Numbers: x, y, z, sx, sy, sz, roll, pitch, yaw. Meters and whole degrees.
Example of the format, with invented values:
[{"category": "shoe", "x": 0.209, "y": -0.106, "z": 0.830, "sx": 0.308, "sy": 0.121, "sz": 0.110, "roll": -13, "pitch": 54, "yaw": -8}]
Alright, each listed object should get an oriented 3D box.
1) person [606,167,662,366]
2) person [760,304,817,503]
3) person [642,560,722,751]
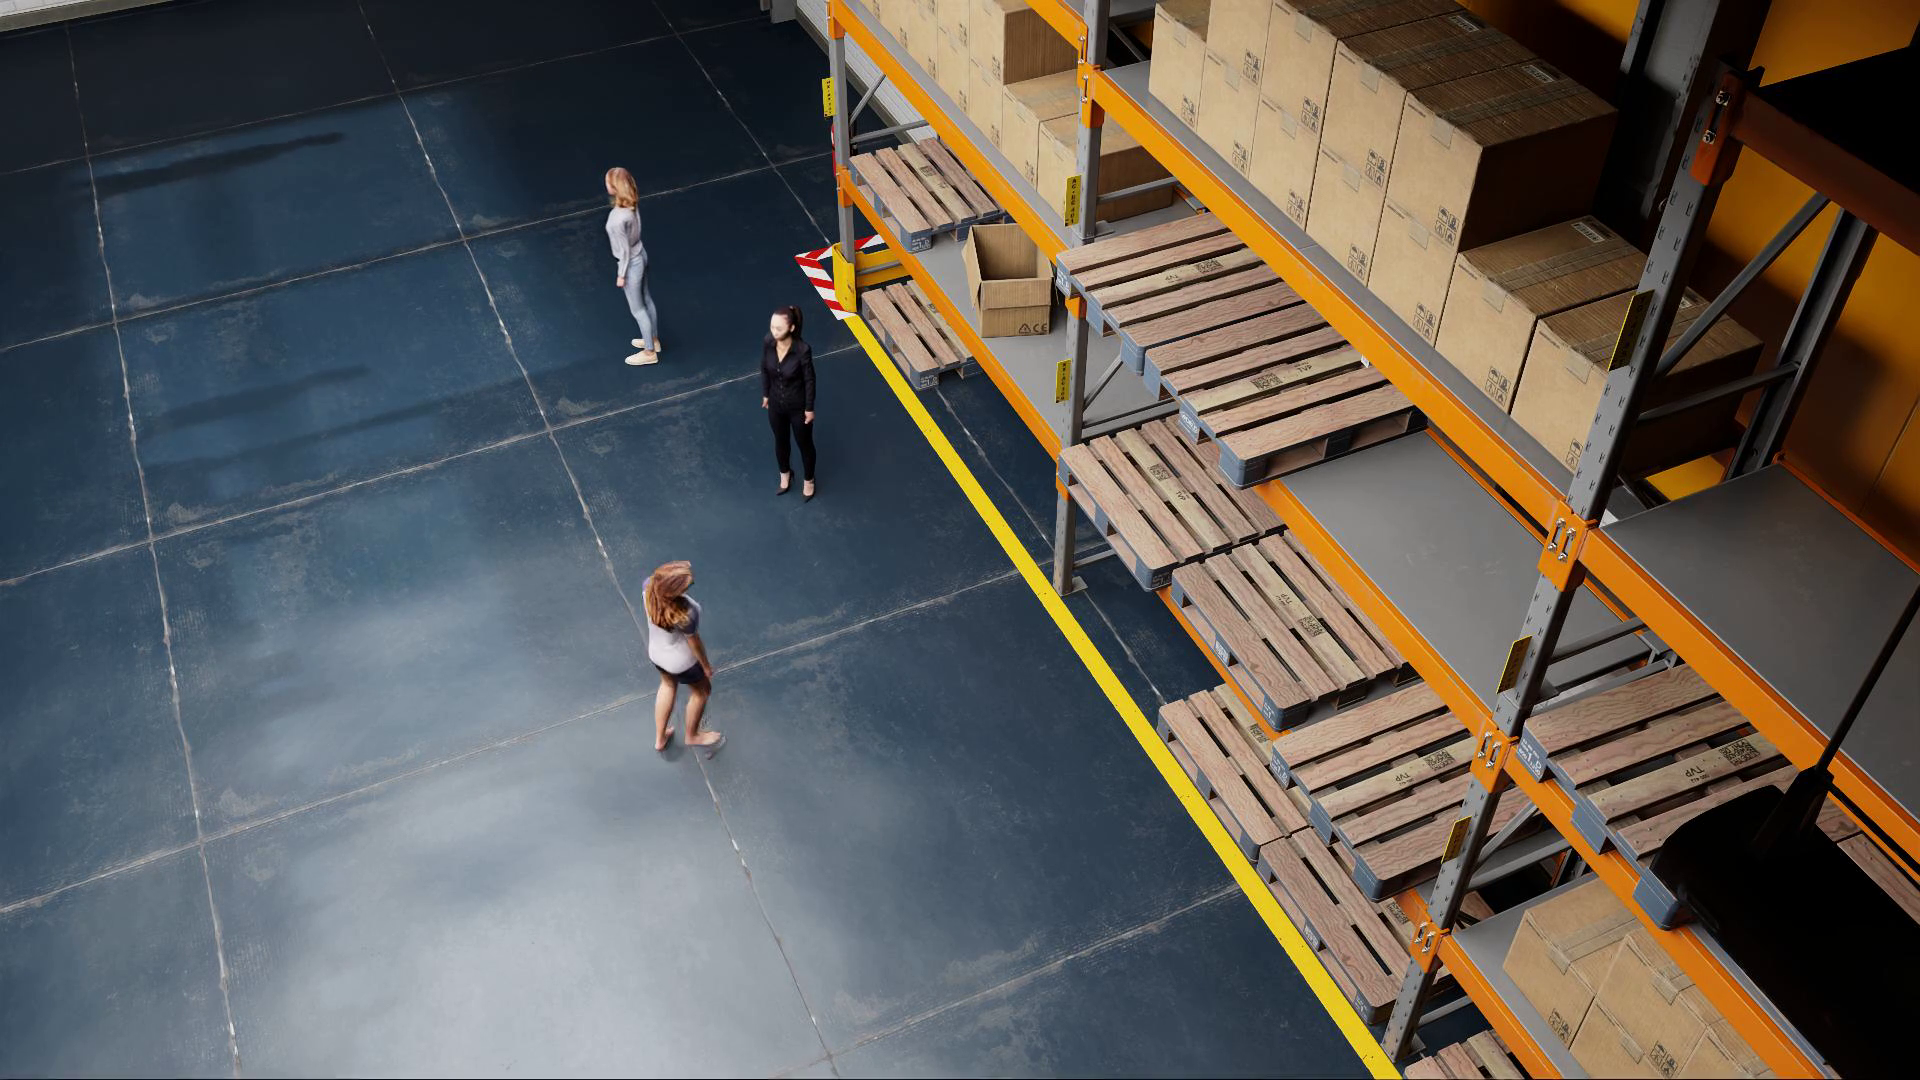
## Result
[{"category": "person", "x": -2.614, "y": -2.192, "z": 13.292, "sx": 0.728, "sy": 1.796, "sz": 0.617, "roll": 3, "pitch": 44, "yaw": 4}, {"category": "person", "x": -1.235, "y": -0.981, "z": 12.083, "sx": 0.622, "sy": 1.712, "sz": 0.700, "roll": 18, "pitch": 46, "yaw": 18}, {"category": "person", "x": -1.758, "y": 0.738, "z": 10.296, "sx": 0.702, "sy": 1.687, "sz": 0.823, "roll": 16, "pitch": 46, "yaw": 16}]
